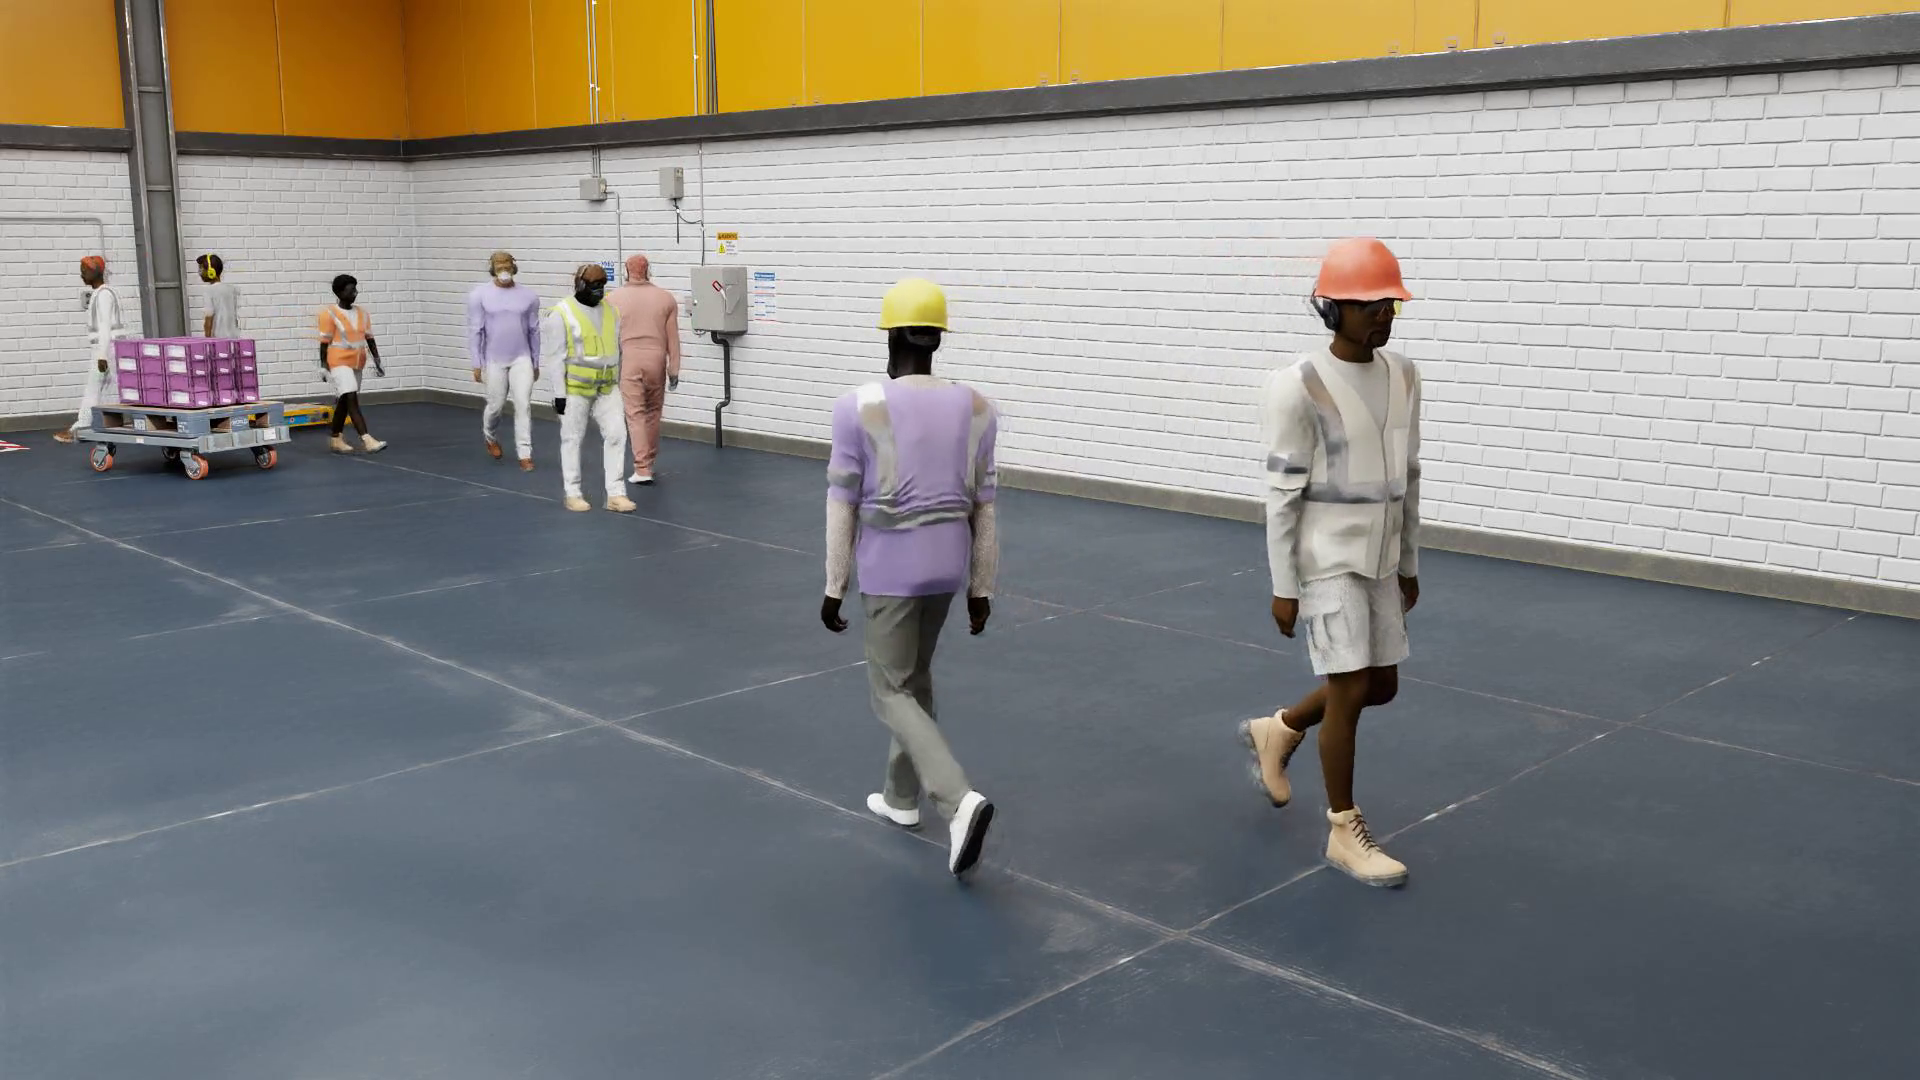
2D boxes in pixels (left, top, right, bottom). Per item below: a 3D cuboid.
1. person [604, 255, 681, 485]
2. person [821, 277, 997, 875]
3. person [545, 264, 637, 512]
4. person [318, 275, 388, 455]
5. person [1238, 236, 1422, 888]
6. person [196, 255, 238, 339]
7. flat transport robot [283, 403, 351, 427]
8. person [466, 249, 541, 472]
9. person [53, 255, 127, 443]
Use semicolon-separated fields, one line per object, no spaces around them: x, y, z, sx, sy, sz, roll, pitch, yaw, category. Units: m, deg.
-2.676;-1.417;13.768;0.667;1.844;0.985;-4;11;-21;person
-0.116;0.102;5.395;0.586;1.894;0.826;-7;13;-34;person
-2.646;-1.084;12.079;0.779;1.808;0.664;10;14;44;person
-5.549;-1.598;15.259;0.877;1.647;0.554;5;12;26;person
1.190;0.048;5.337;0.618;2.020;0.736;-7;12;-33;person
-7.382;-1.937;16.709;0.653;1.832;0.597;3;11;18;person
-7.141;-1.266;17.276;0.652;0.197;1.431;7;12;33;flat transport robot
-3.962;-1.563;14.455;0.629;1.914;0.809;-5;12;-27;person
-8.334;-1.850;16.248;0.982;1.836;0.619;-6;12;-31;person
